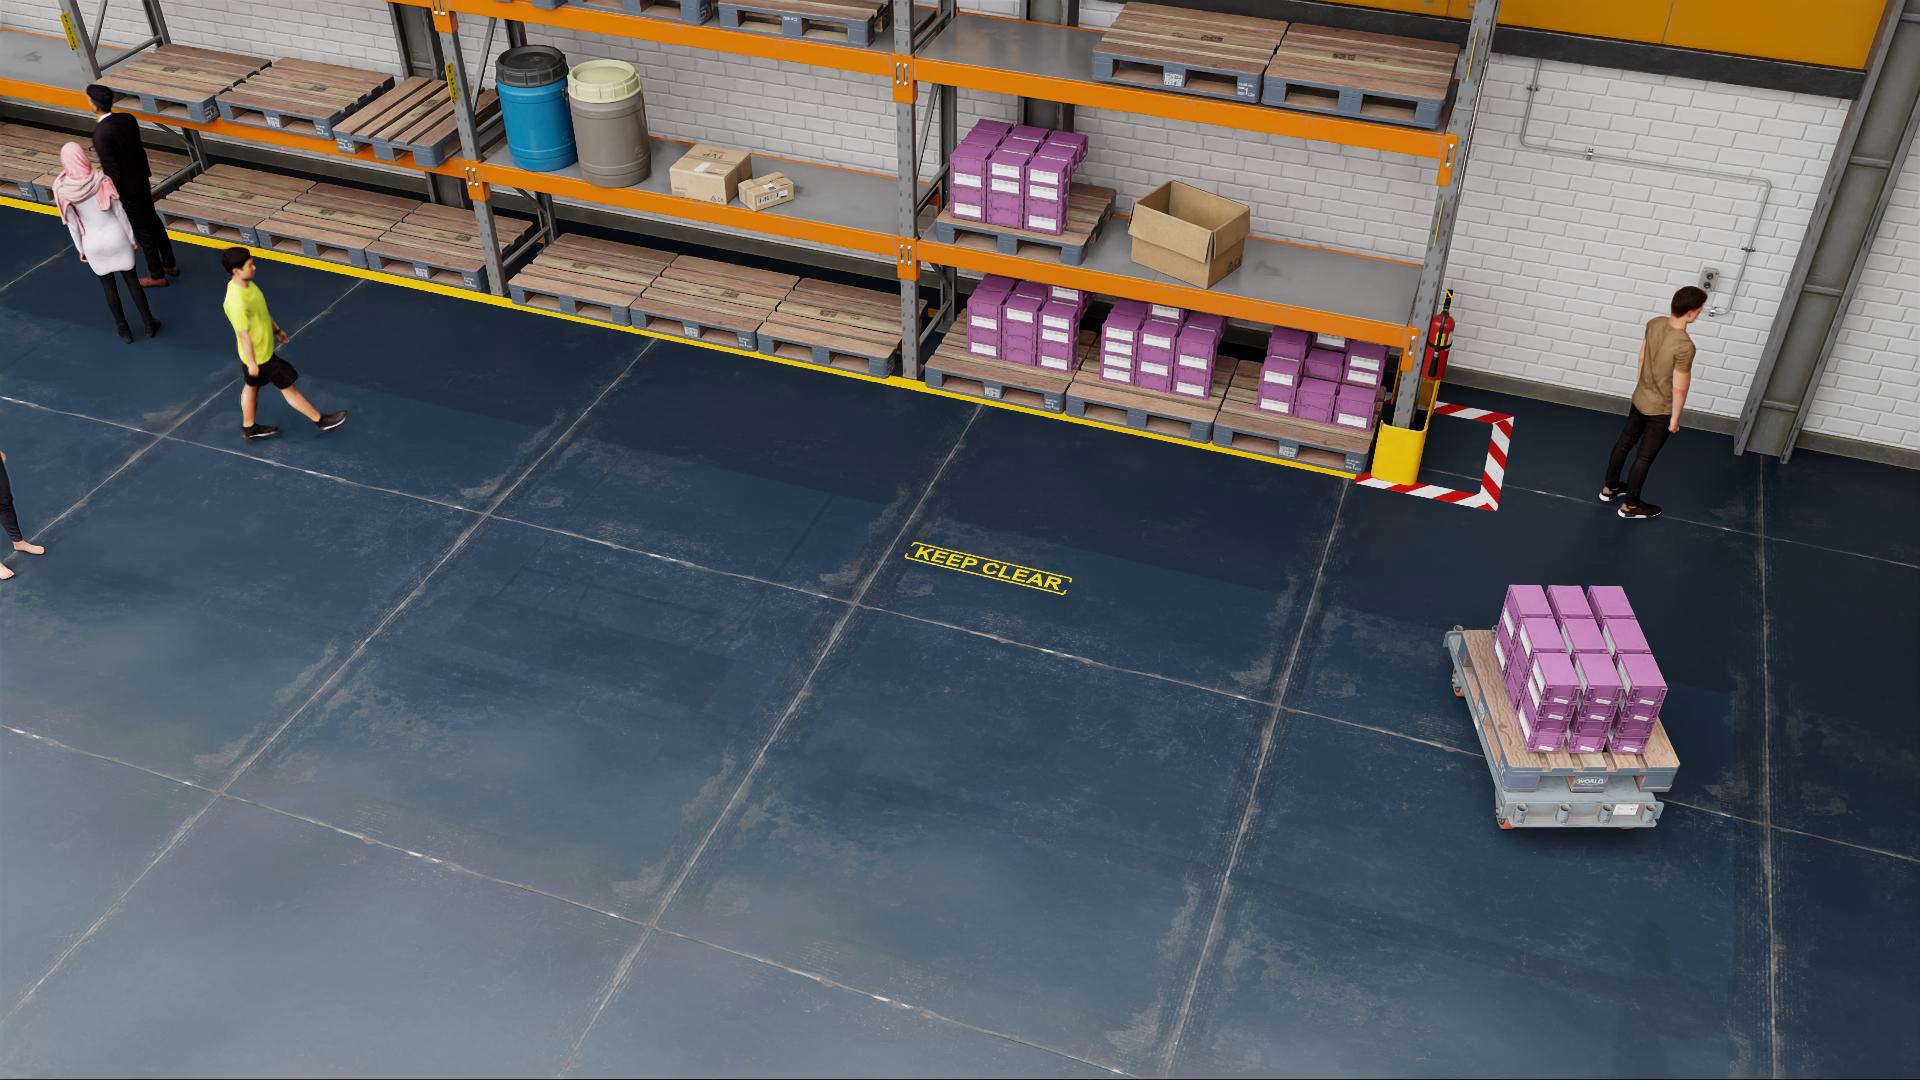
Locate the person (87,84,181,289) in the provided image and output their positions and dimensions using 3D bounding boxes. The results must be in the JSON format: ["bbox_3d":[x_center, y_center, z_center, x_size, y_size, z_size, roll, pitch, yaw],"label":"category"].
[{"bbox_3d":[-7.305,-3.126,14.654,0.632,1.884,0.742,5,39,6],"label":"person"}]

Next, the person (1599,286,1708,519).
[{"bbox_3d":[5.019,-1.005,12.027,0.769,1.849,0.750,-10,40,-12],"label":"person"}]

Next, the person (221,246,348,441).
[{"bbox_3d":[-5.460,-1.452,12.736,1.152,1.663,1.040,-12,40,-15],"label":"person"}]

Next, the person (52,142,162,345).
[{"bbox_3d":[-7.150,-2.487,13.920,0.742,1.804,0.799,-17,42,-20],"label":"person"}]
